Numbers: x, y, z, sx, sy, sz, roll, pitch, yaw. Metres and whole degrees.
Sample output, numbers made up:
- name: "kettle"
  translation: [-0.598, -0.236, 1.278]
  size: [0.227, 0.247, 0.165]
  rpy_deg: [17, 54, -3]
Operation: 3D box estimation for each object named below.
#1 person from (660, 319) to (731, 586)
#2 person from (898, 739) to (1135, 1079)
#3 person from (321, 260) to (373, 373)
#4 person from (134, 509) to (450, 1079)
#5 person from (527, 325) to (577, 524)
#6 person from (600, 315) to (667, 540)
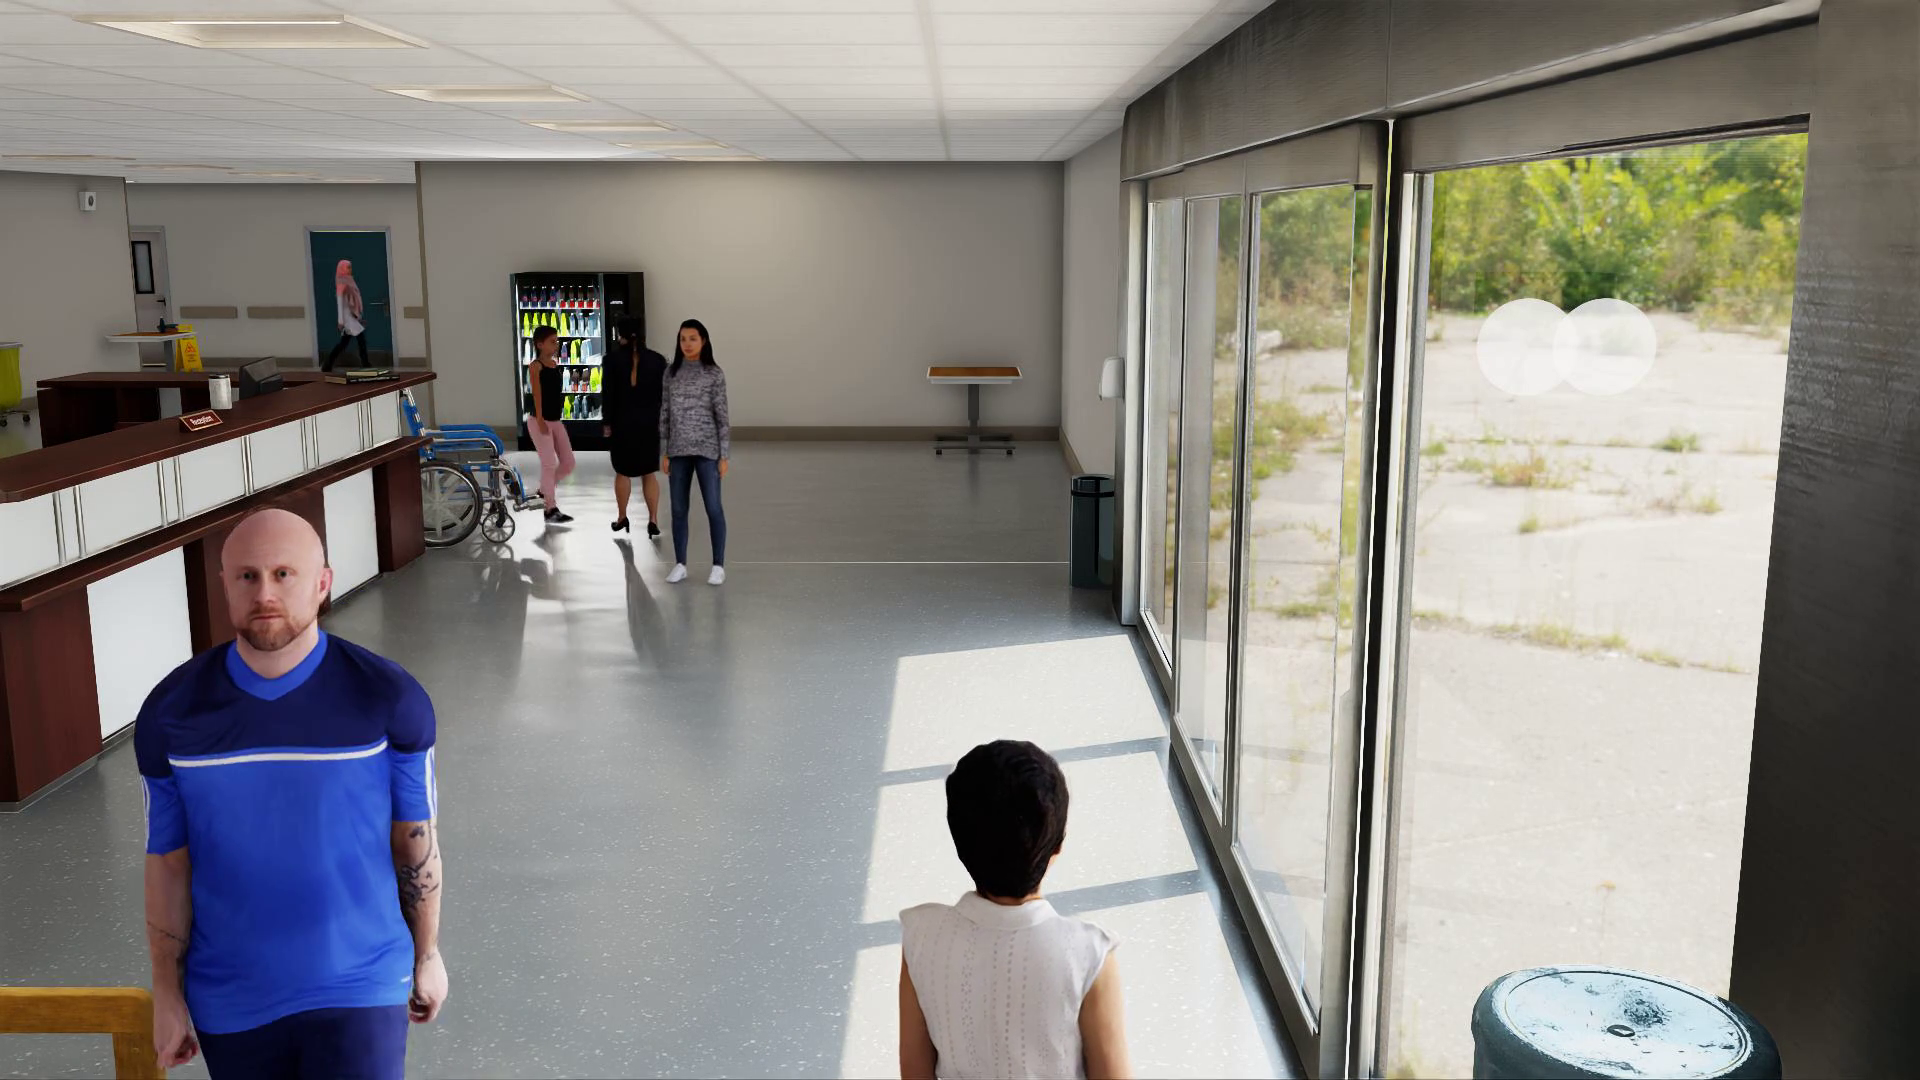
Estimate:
- name: "person"
  translation: [-1.725, -0.578, 10.878]
  size: [0.538, 1.731, 0.727]
  rpy_deg: [2, 11, 12]
- name: "person"
  translation: [0.086, 1.070, 2.666]
  size: [0.536, 1.555, 0.668]
  rpy_deg: [3, 11, 15]
- name: "person"
  translation: [-9.336, -3.308, 25.182]
  size: [1.152, 1.762, 0.630]
  rpy_deg: [0, 11, 0]
- name: "person"
  translation: [-1.253, 0.841, 3.211]
  size: [1.164, 1.801, 0.812]
  rpy_deg: [-1, 11, -7]
- name: "person"
  translation: [-3.296, -0.902, 13.069]
  size: [0.784, 1.551, 0.665]
  rpy_deg: [4, 12, 22]
- name: "person"
  translation: [-2.415, -0.830, 12.405]
  size: [0.851, 1.657, 0.925]
  rpy_deg: [-5, 12, -24]
